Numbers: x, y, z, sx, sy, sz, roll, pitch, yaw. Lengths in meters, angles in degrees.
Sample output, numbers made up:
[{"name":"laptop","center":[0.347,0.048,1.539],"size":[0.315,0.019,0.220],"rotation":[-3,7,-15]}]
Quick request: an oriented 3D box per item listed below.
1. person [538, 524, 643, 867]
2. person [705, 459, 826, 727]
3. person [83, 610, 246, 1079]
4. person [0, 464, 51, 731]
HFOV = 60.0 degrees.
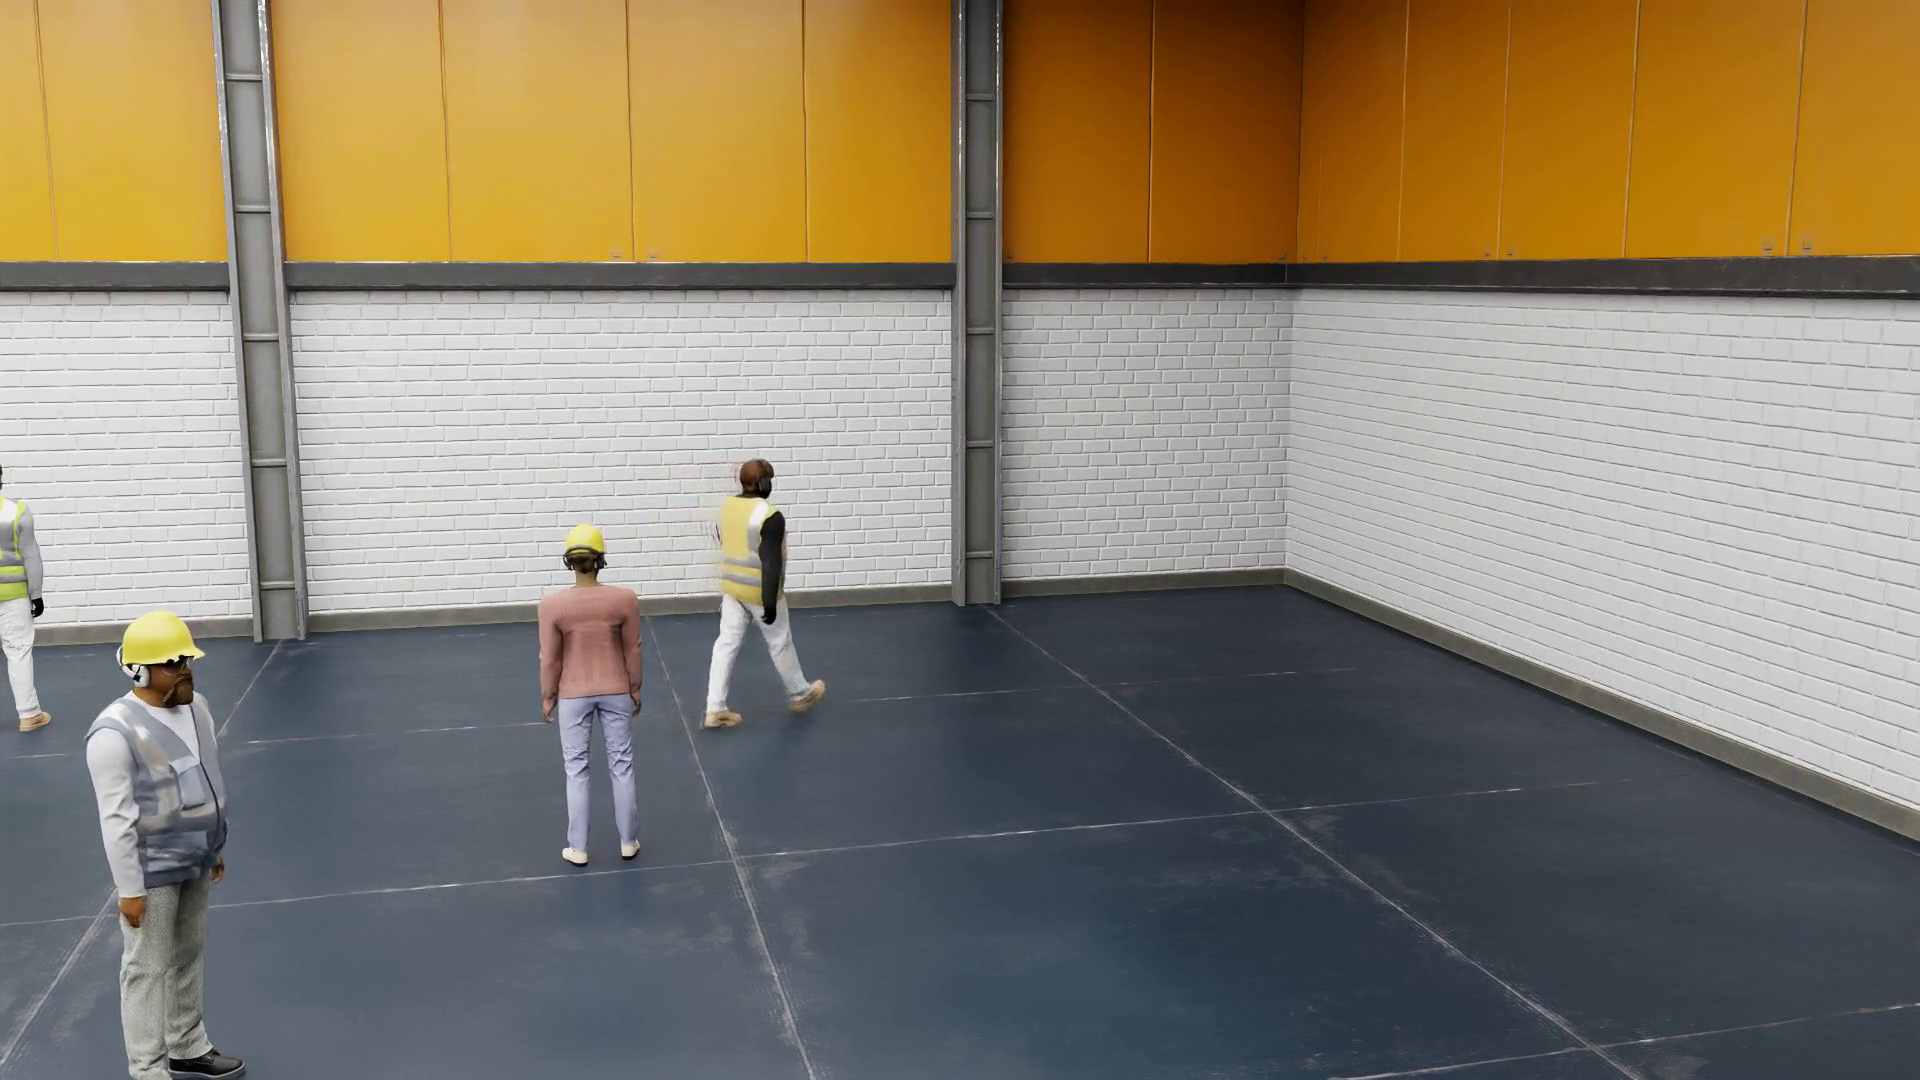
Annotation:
[{"name":"person","center":[-1.889,0.797,8.546],"size":[0.523,1.761,0.328],"rotation":[-3,10,-20]},{"name":"person","center":[-1.368,0.346,11.259],"size":[0.642,1.786,1.012],"rotation":[8,12,40]},{"name":"person","center":[-2.874,1.158,6.060],"size":[0.404,1.834,0.591],"rotation":[1,9,7]},{"name":"person","center":[-6.375,0.365,10.986],"size":[0.625,1.844,0.429],"rotation":[-2,9,-11]}]
